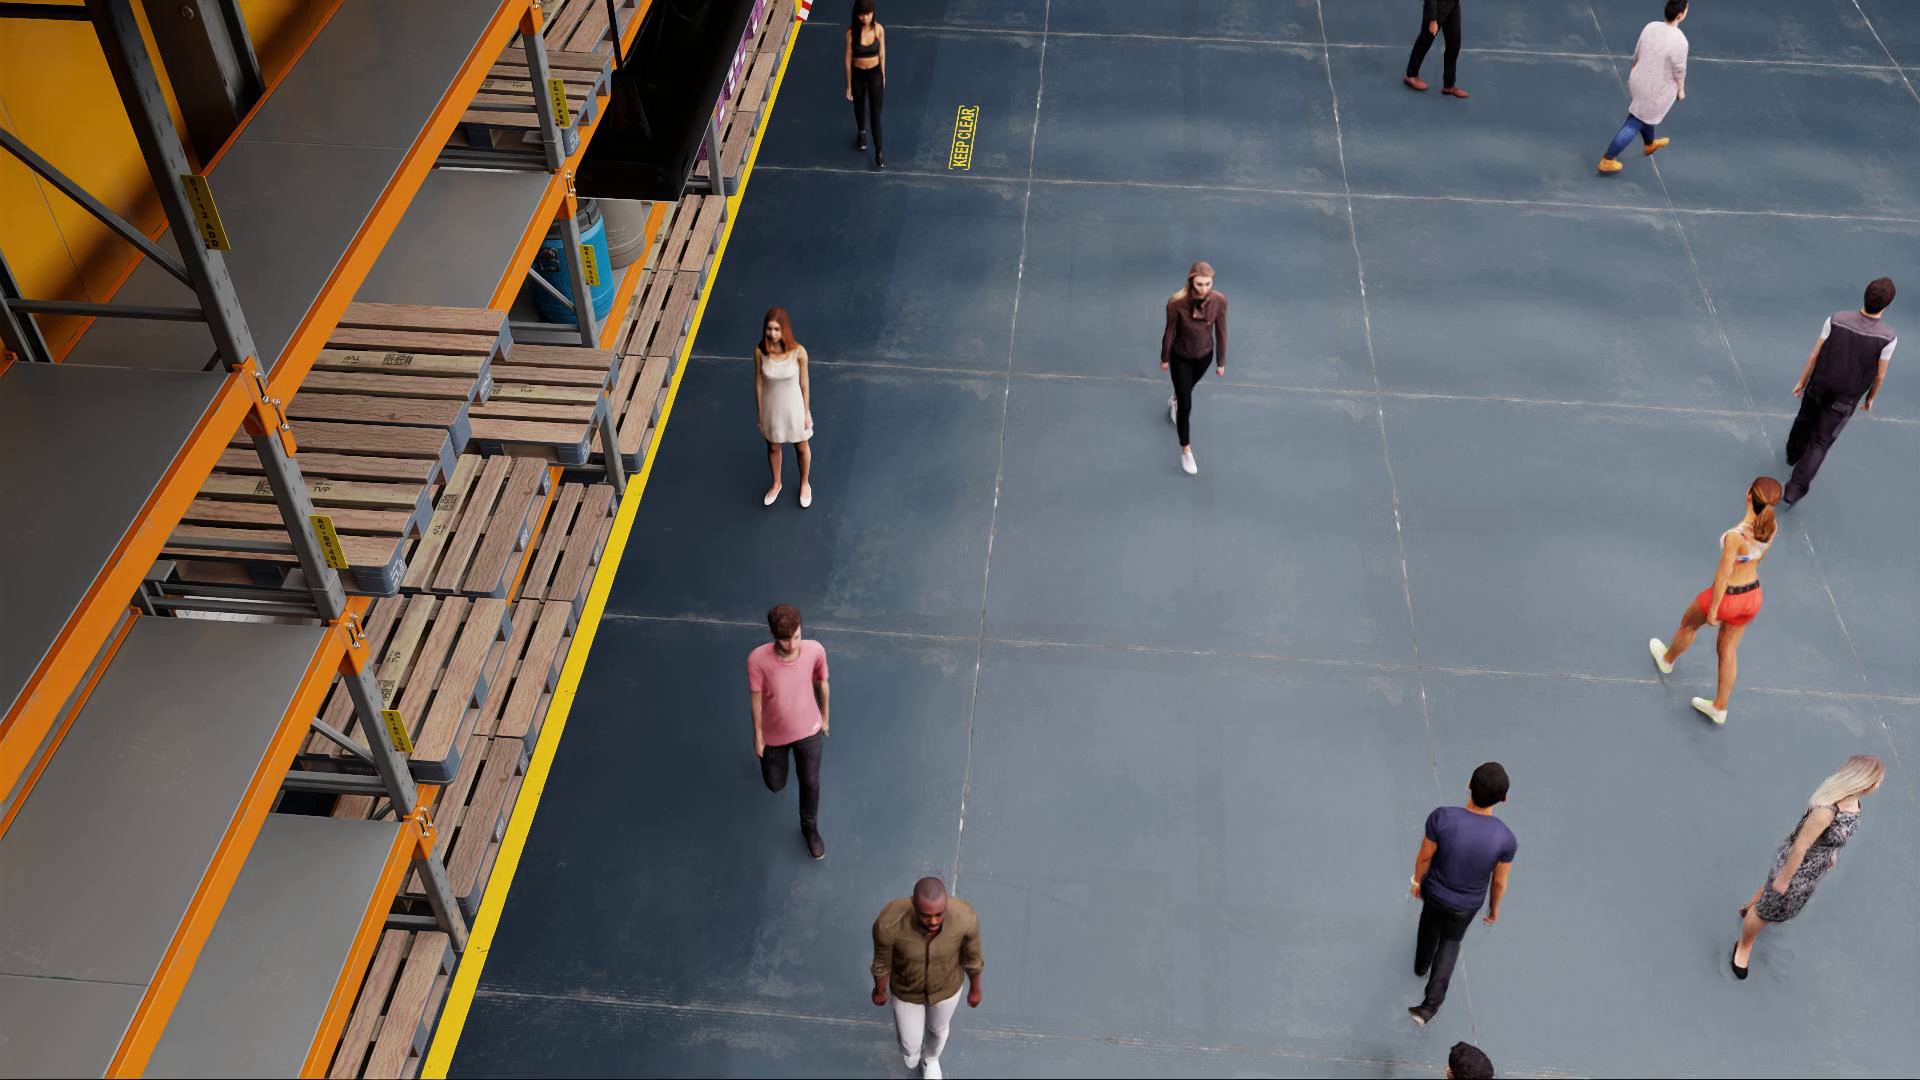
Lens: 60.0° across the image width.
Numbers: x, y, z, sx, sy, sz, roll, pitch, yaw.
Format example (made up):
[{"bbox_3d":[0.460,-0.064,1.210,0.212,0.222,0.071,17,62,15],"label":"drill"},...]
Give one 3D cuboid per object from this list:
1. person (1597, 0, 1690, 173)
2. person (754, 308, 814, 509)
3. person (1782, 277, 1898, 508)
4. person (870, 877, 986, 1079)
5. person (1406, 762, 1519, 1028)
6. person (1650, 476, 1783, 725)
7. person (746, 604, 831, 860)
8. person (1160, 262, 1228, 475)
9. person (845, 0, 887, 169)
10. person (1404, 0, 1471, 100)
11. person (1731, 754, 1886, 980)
[{"bbox_3d":[6.336,-4.178,15.400,1.009,1.698,1.140,-12,45,-12],"label":"person"},{"bbox_3d":[-1.272,-0.965,12.018,0.544,1.712,0.517,4,44,4],"label":"person"},{"bbox_3d":[6.300,-1.037,12.019,1.082,1.814,1.266,29,51,27],"label":"person"},{"bbox_3d":[-0.189,2.221,8.600,0.810,1.814,0.765,-6,44,-6],"label":"person"},{"bbox_3d":[2.604,1.963,8.918,0.857,1.748,1.081,16,46,17],"label":"person"},{"bbox_3d":[4.912,0.446,10.508,0.843,1.751,1.074,-17,46,-17],"label":"person"},{"bbox_3d":[-1.021,1.036,9.749,0.861,1.944,1.053,-13,45,-13],"label":"person"},{"bbox_3d":[1.728,-1.416,12.526,0.811,1.664,1.159,-6,44,-7],"label":"person"},{"bbox_3d":[-0.912,-4.392,15.688,0.747,1.611,1.075,-6,44,-7],"label":"person"},{"bbox_3d":[4.706,-5.329,16.494,1.064,1.855,1.130,-28,50,-27],"label":"person"},{"bbox_3d":[4.592,1.786,9.152,0.788,1.682,0.825,-15,46,-15],"label":"person"}]
